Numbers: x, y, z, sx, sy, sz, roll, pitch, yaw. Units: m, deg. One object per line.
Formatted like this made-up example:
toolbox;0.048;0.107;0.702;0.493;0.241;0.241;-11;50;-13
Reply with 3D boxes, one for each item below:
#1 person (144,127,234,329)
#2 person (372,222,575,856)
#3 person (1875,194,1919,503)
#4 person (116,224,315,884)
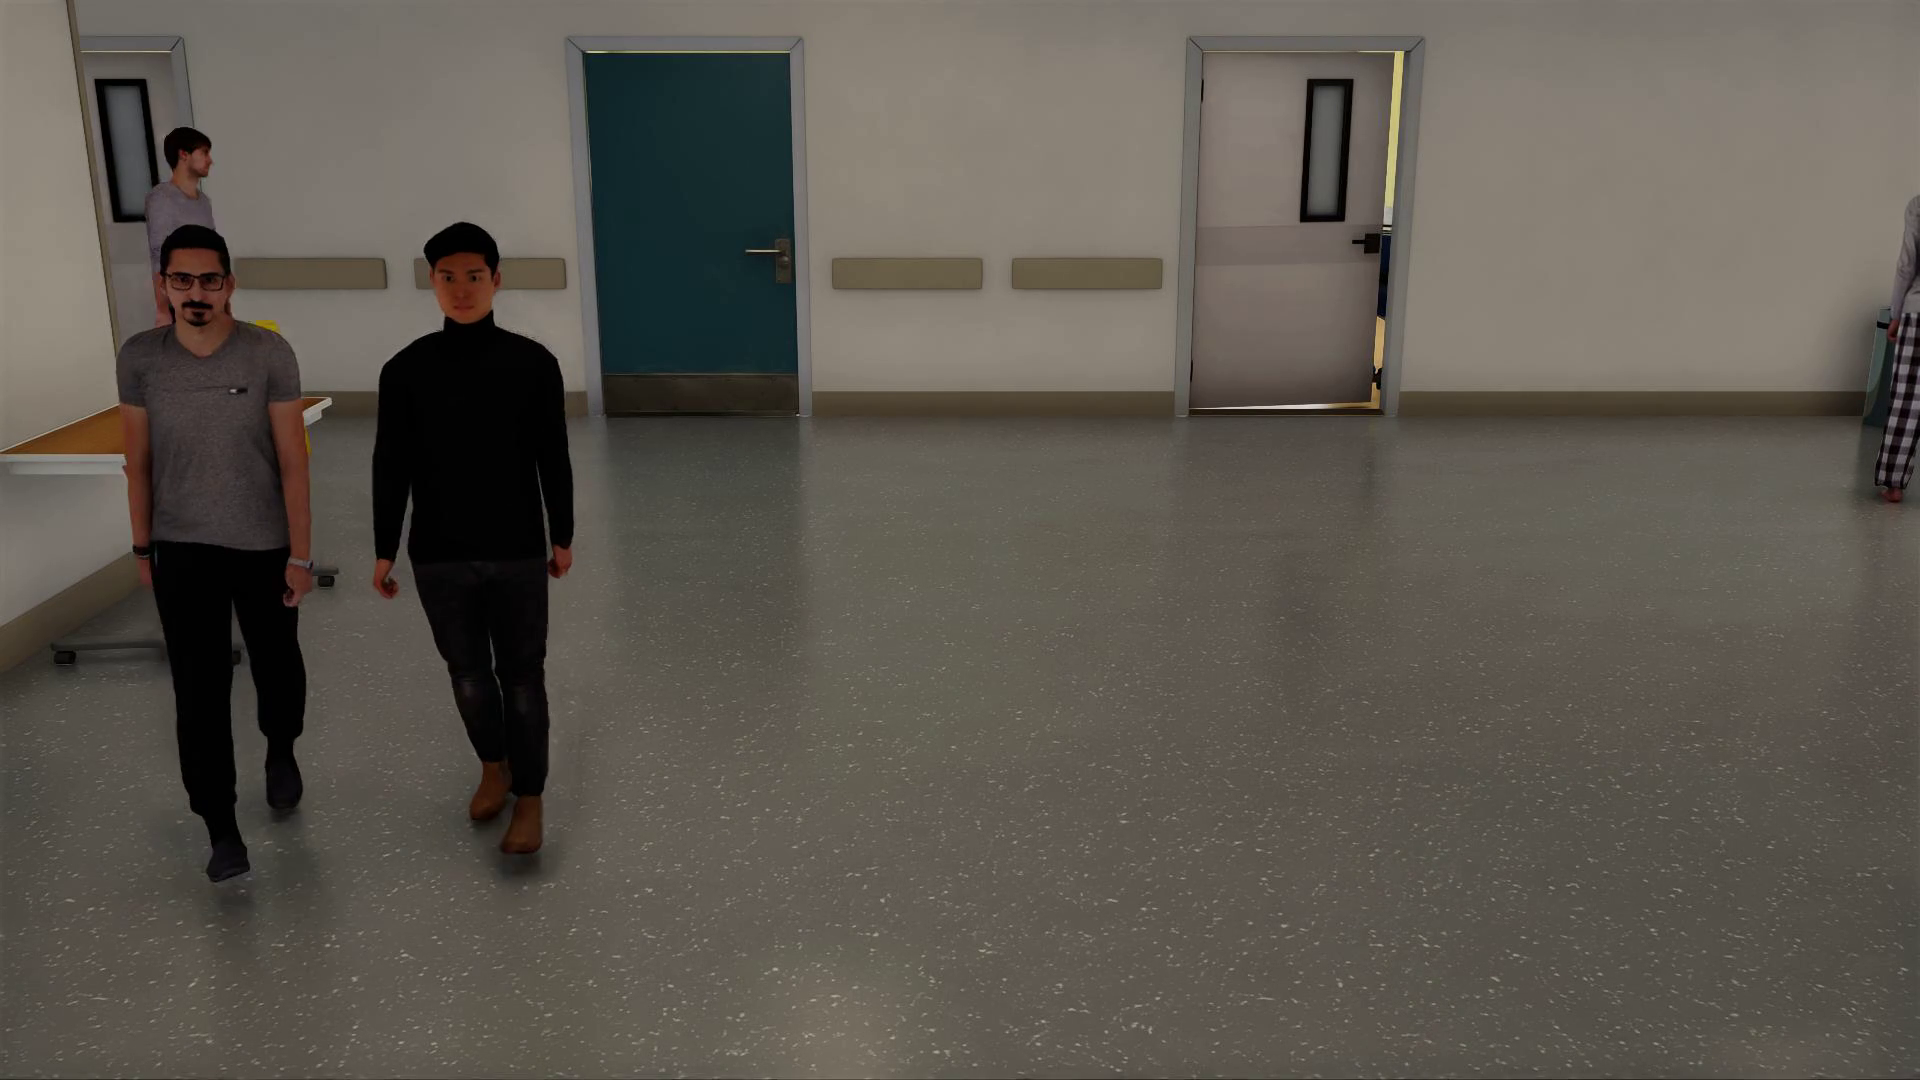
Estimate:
person;-4.087;-1.201;8.655;0.715;1.821;0.736;2;16;7
person;-1.352;-0.022;4.684;0.812;1.706;0.745;-1;16;-3
person;4.862;-1.092;8.222;0.681;1.847;0.775;11;19;35
person;-2.000;0.019;4.555;1.147;1.698;0.954;-6;17;-20
